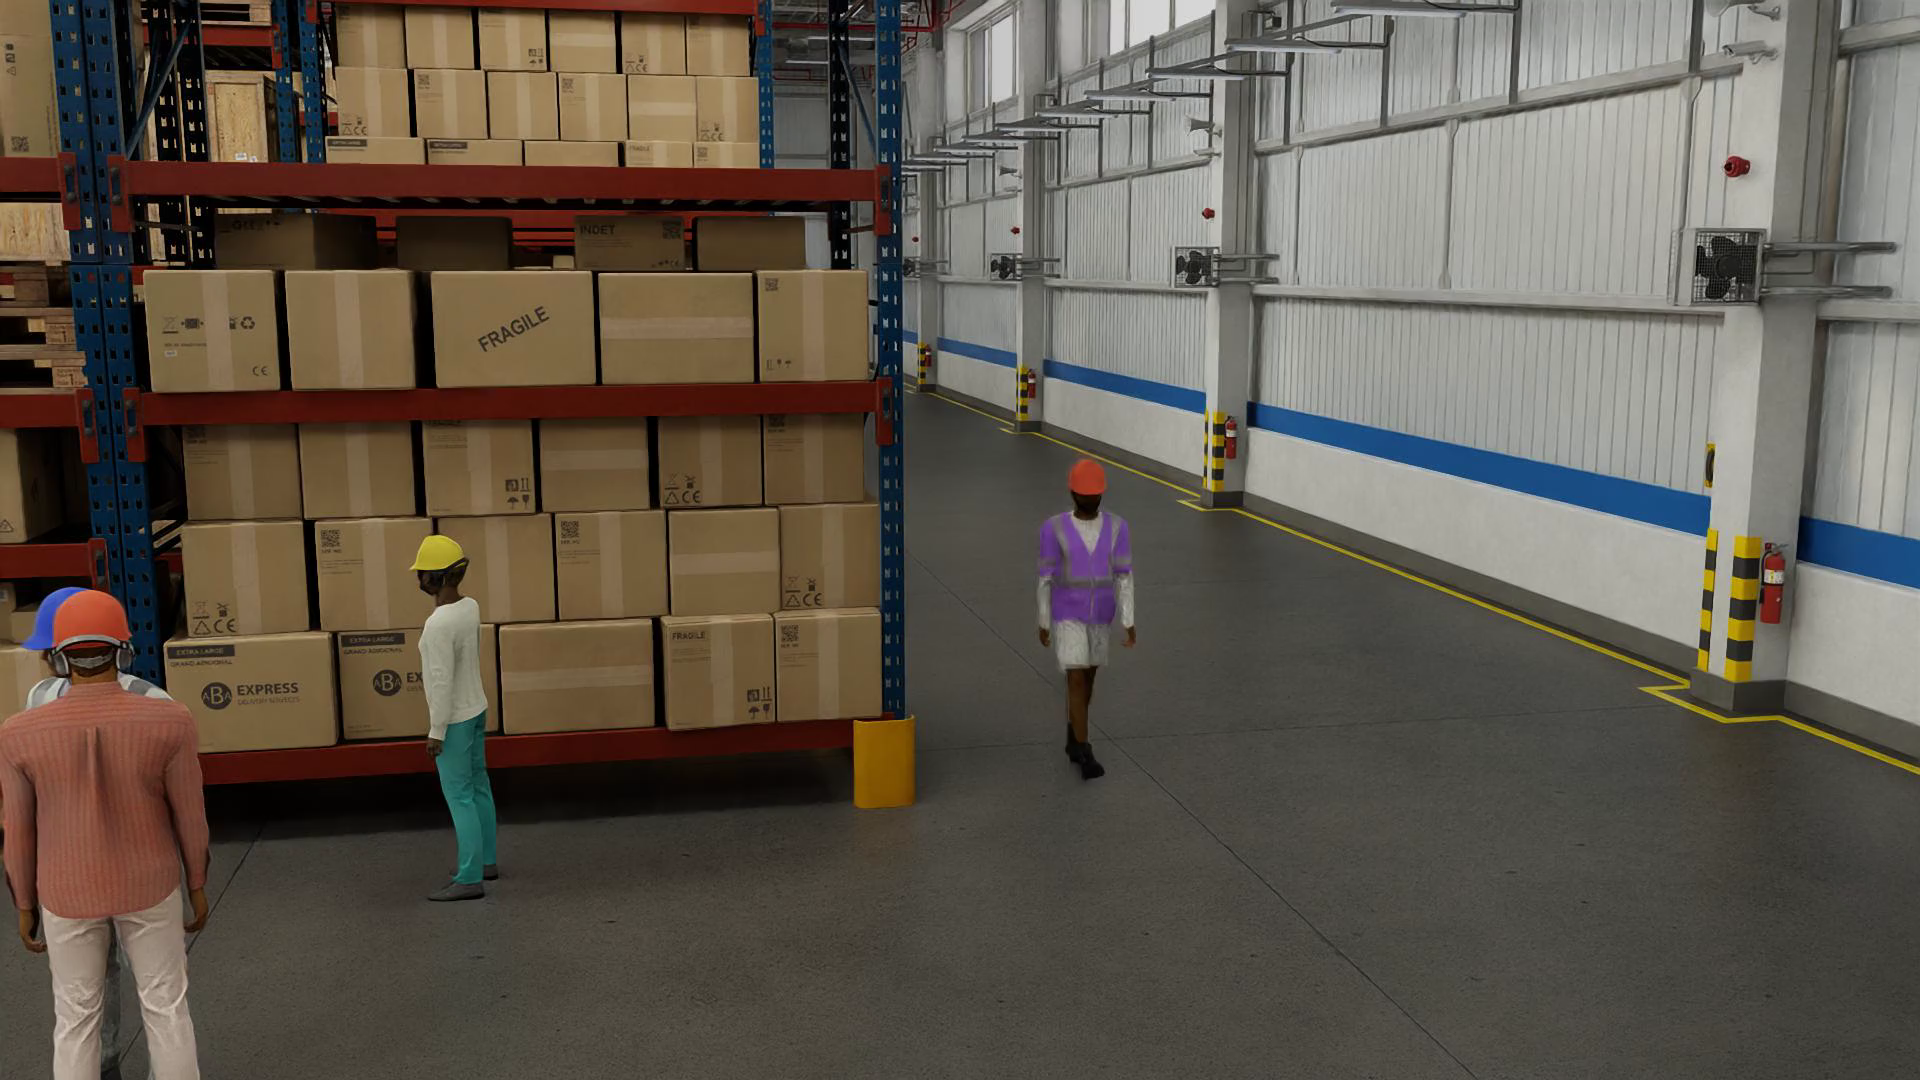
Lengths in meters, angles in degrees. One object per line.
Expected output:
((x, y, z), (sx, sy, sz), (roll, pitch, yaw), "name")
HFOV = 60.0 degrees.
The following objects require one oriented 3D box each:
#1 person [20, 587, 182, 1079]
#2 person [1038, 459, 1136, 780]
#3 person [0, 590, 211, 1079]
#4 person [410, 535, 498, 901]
((-3.014, 1.113, 5.856), (0.614, 1.943, 0.395), (2, 10, 15), "person")
((0.779, 0.476, 9.894), (0.549, 1.890, 0.956), (-2, 10, -14), "person")
((-2.817, 1.150, 5.530), (0.610, 1.985, 0.415), (-4, 10, -21), "person")
((-2.451, 0.851, 8.003), (0.326, 1.767, 0.533), (0, 9, 3), "person")
